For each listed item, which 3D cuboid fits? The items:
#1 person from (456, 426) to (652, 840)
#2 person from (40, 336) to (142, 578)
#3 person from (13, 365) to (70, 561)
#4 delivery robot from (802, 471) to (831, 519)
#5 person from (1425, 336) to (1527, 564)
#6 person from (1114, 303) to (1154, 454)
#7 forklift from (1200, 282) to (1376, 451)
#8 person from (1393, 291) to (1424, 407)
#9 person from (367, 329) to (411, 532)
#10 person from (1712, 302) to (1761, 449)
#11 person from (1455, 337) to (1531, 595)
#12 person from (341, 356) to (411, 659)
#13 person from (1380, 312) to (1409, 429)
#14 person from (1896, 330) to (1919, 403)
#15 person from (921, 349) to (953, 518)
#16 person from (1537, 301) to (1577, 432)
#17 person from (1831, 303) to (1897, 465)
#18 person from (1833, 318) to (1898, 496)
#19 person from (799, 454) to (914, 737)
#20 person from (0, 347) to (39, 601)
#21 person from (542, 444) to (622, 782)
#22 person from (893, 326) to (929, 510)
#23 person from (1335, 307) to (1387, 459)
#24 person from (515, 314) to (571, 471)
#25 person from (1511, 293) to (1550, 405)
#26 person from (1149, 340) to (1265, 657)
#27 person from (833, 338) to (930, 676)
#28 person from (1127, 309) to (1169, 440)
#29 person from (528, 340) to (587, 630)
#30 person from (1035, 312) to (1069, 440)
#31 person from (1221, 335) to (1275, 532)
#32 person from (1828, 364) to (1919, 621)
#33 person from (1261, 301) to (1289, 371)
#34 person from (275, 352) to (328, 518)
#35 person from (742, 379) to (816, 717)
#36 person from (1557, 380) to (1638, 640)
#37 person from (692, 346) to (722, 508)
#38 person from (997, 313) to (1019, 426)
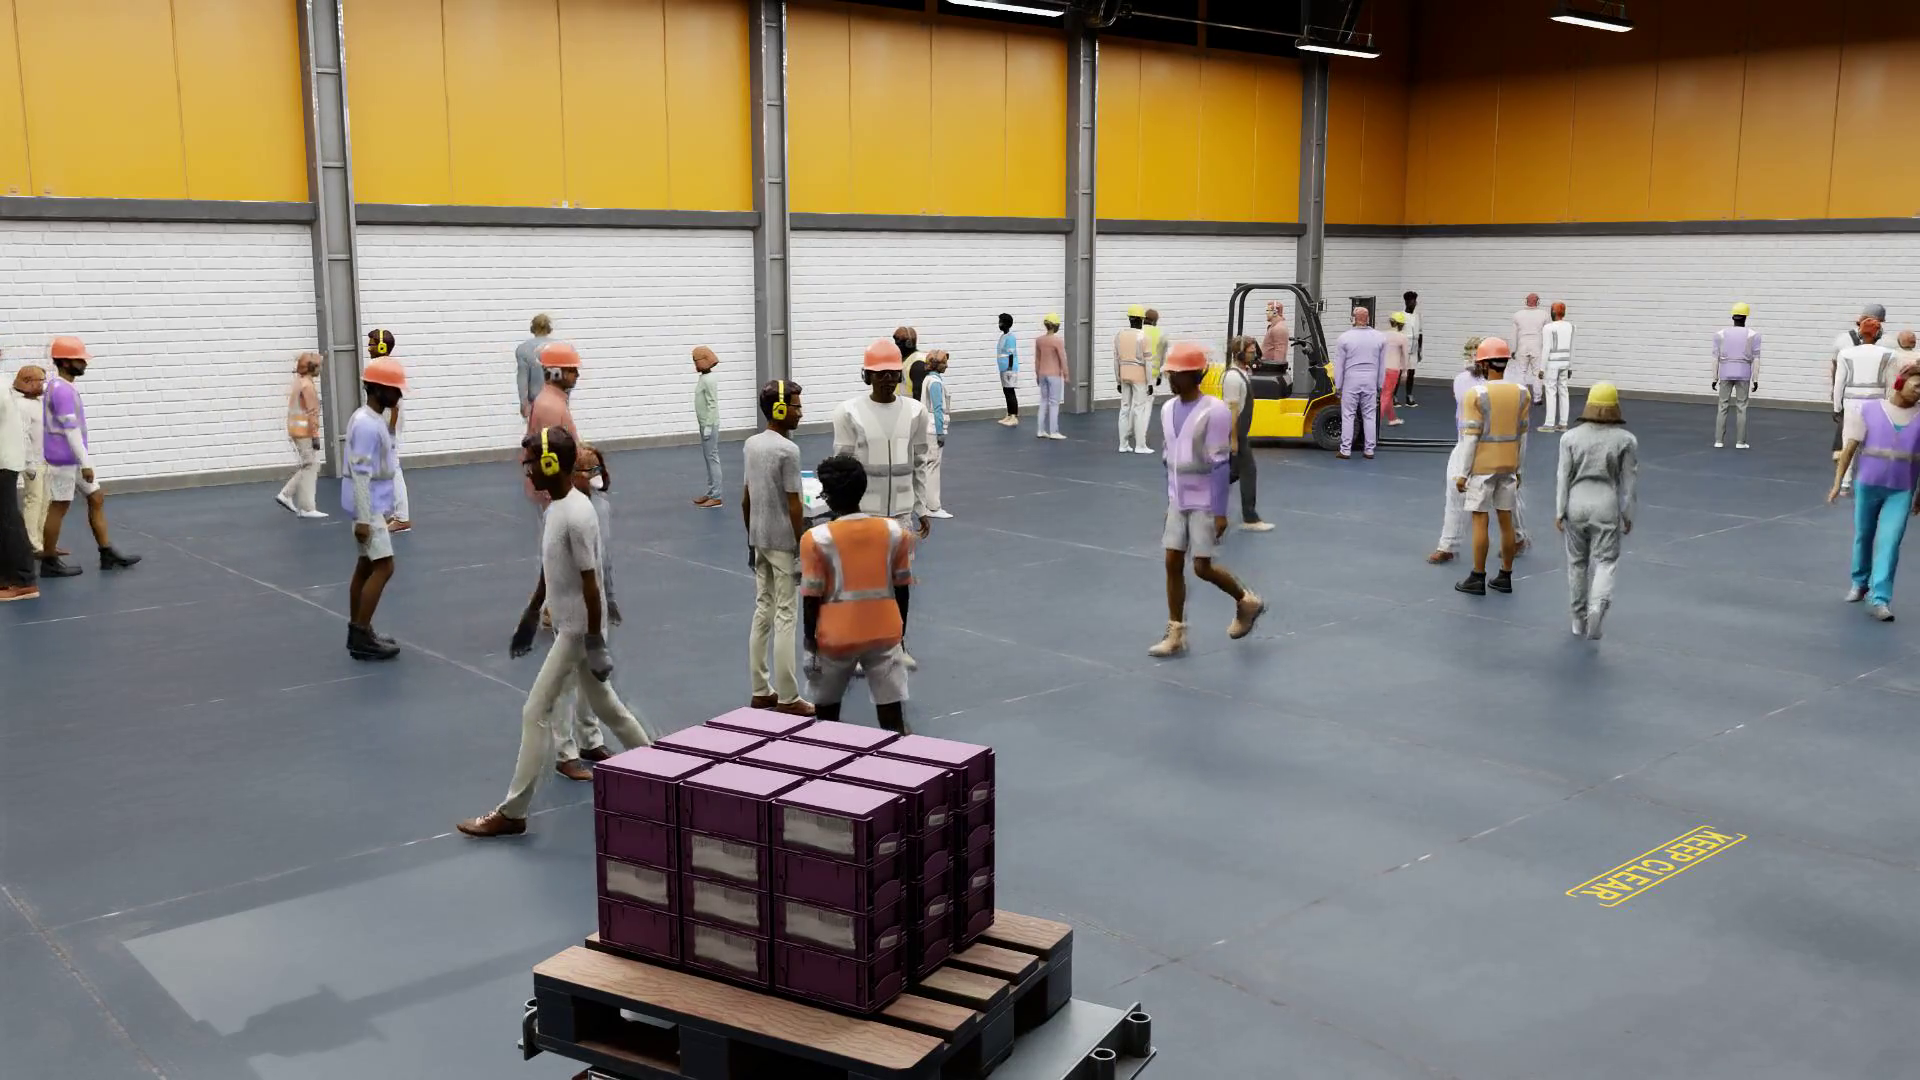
[{"bbox_3d":[-1.717,0.395,7.351,0.976,1.807,0.481,-3,10,-15],"label":"person"},{"bbox_3d":[-6.950,-0.659,13.194,0.854,1.900,0.569,-5,11,-26],"label":"person"},{"bbox_3d":[-7.692,-0.640,13.880,0.282,1.633,0.502,-2,10,-11],"label":"person"},{"bbox_3d":[-1.396,-0.393,15.313,0.477,0.478,0.707,3,10,19],"label":"delivery robot"},{"bbox_3d":[4.363,-0.746,13.789,1.007,1.892,0.631,-6,11,-29],"label":"person"},{"bbox_3d":[2.242,-2.065,21.356,0.585,1.929,0.364,8,13,41],"label":"person"},{"bbox_3d":[4.328,-2.346,22.227,2.313,2.155,1.214,3,10,16],"label":"forklift"},{"bbox_3d":[7.504,-3.196,27.911,0.606,1.955,0.398,-3,10,-19],"label":"person"},{"bbox_3d":[-5.271,-1.003,15.311,0.314,1.869,0.537,-4,10,-20],"label":"person"},{"bbox_3d":[10.193,-2.152,21.870,0.588,1.927,0.370,6,11,32],"label":"person"},{"bbox_3d":[3.973,-0.550,12.471,0.543,1.935,0.366,-3,10,-17],"label":"person"},{"bbox_3d":[-3.703,-0.211,10.574,0.478,1.909,0.568,-3,10,-18],"label":"person"},{"bbox_3d":[6.312,-2.503,24.547,0.904,1.713,0.565,-8,13,-40],"label":"person"},{"bbox_3d":[11.656,-1.777,20.561,0.529,1.620,0.504,6,11,30],"label":"person"},{"bbox_3d":[-0.246,-1.031,16.158,0.313,1.637,0.513,-2,10,-10],"label":"person"},{"bbox_3d":[8.595,-2.489,23.966,0.584,1.883,0.337,-4,10,-22],"label":"person"},{"bbox_3d":[10.837,-1.873,19.908,0.731,2.000,0.725,-9,13,-43],"label":"person"},{"bbox_3d":[9.536,-1.394,17.557,0.576,1.885,0.354,5,11,29],"label":"person"},{"bbox_3d":[-0.436,0.456,7.382,0.558,1.662,0.618,-5,11,-25],"label":"person"},{"bbox_3d":[-7.138,-0.529,12.269,0.548,1.979,0.633,-4,10,-22],"label":"person"},{"bbox_3d":[-1.835,0.341,8.132,0.278,1.634,0.498,4,10,21],"label":"person"},{"bbox_3d":[-0.521,-1.218,16.680,0.429,1.840,0.626,-4,10,-22],"label":"person"},{"bbox_3d":[4.991,-1.954,20.804,0.644,1.899,0.401,-1,10,-5],"label":"person"},{"bbox_3d":[-4.711,-1.602,18.793,0.641,1.875,1.046,-5,11,-26],"label":"person"},{"bbox_3d":[9.733,-3.254,28.380,0.639,1.911,0.406,4,11,23],"label":"person"},{"bbox_3d":[1.559,-0.266,10.560,0.726,2.024,0.613,-6,11,-32],"label":"person"},{"bbox_3d":[-0.461,-0.198,10.091,0.609,2.044,0.394,-4,10,-21],"label":"person"},{"bbox_3d":[2.535,-2.286,23.057,0.657,1.799,0.834,0,10,-2],"label":"person"},{"bbox_3d":[-2.662,-0.345,11.162,0.449,1.979,0.615,-3,10,-17],"label":"person"},{"bbox_3d":[1.271,-2.270,23.038,0.324,1.767,0.536,-9,13,-41],"label":"person"},{"bbox_3d":[2.496,-0.983,15.351,0.811,1.820,0.517,2,10,13],"label":"person"},{"bbox_3d":[6.566,-0.365,11.836,0.661,1.792,0.971,5,11,25],"label":"person"},{"bbox_3d":[4.418,-2.405,23.412,0.399,1.907,0.644,2,10,10],"label":"person"},{"bbox_3d":[-6.340,-1.007,16.078,0.428,1.622,0.520,-5,11,-28],"label":"person"},{"bbox_3d":[-0.998,0.050,9.172,0.334,1.864,0.521,-8,13,-39],"label":"person"},{"bbox_3d":[4.173,-0.182,10.954,0.492,1.725,0.665,4,11,24],"label":"person"},{"bbox_3d":[-2.564,-1.145,16.832,0.282,1.633,0.499,-3,10,-15],"label":"person"},{"bbox_3d":[0.707,-2.554,24.913,0.320,1.692,0.531,-2,10,-14],"label":"person"}]
